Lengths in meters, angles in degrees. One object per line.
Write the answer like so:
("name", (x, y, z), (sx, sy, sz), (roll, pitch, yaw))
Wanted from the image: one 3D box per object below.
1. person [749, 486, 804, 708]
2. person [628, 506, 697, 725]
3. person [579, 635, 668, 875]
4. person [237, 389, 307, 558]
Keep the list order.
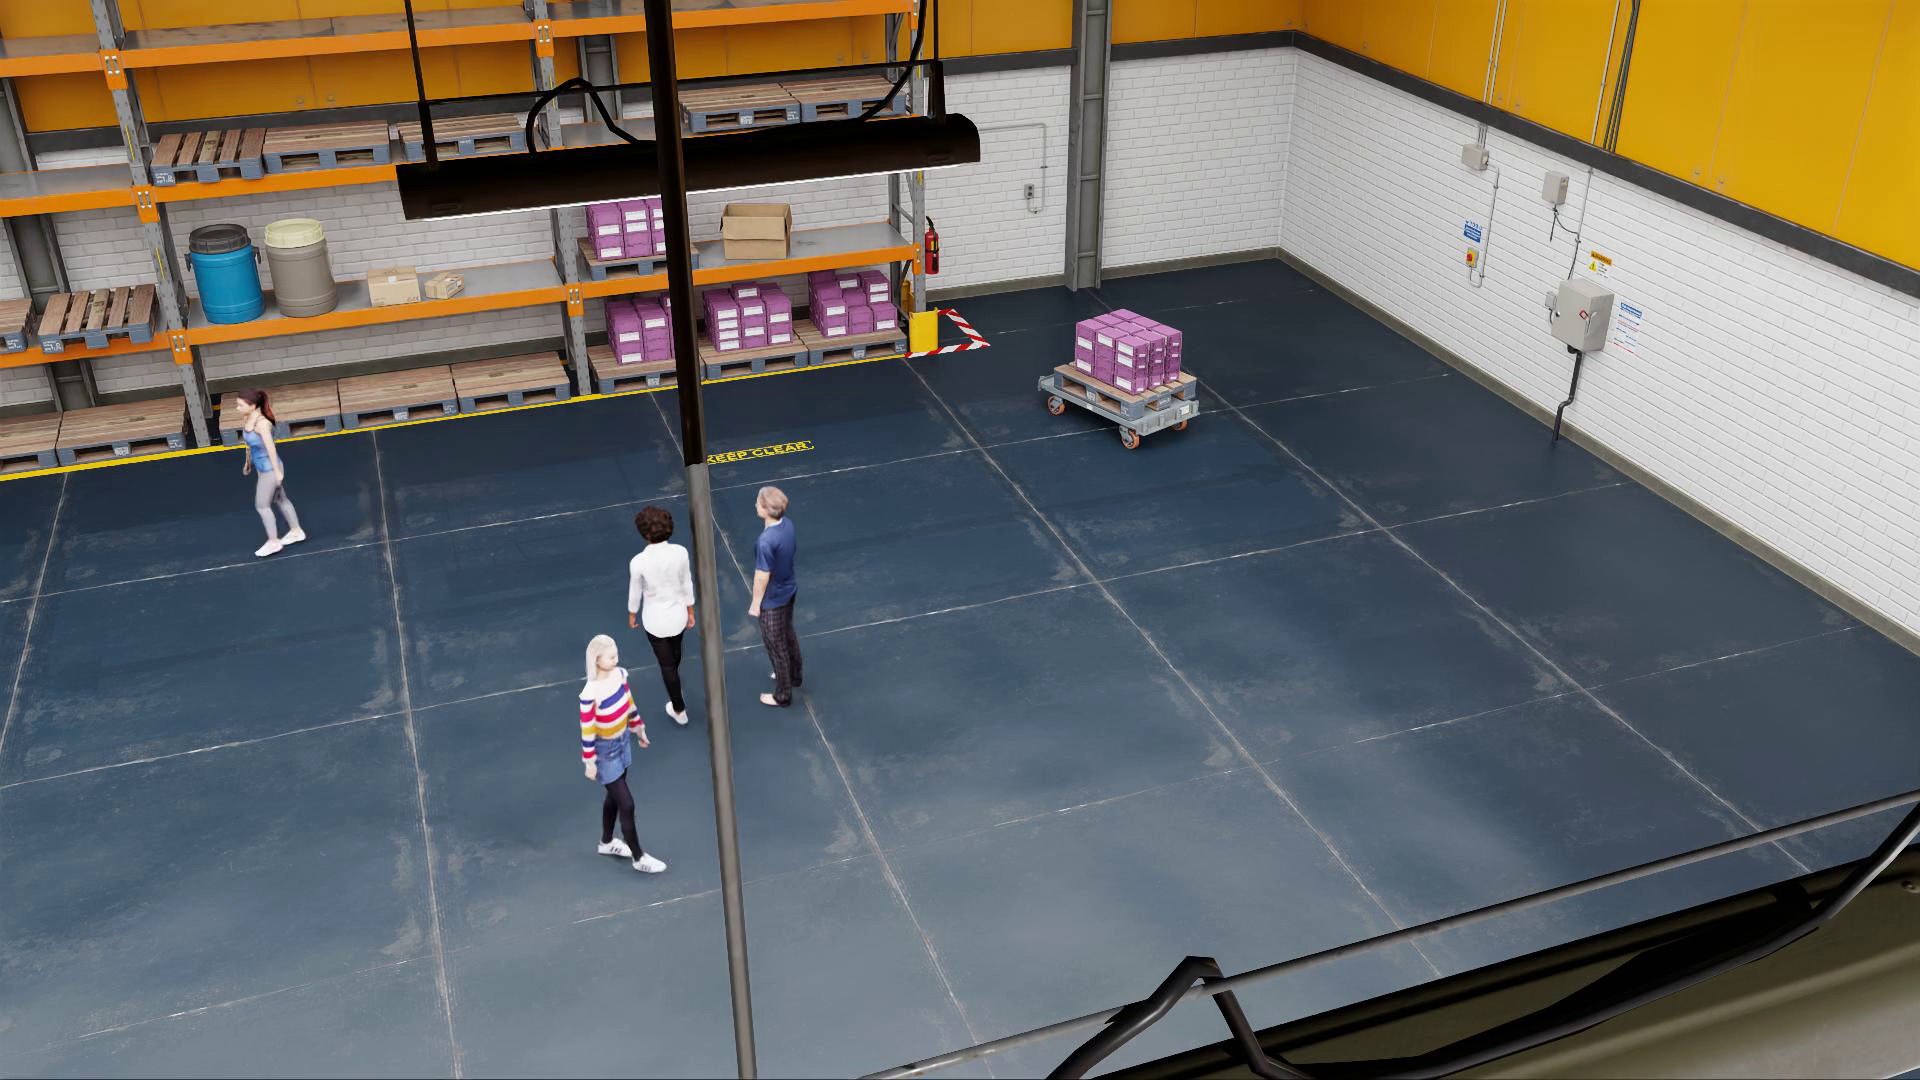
("person", (-1.417, 0.442, 12.997), (0.779, 1.869, 0.752), (8, 30, 15))
("person", (-2.245, 0.610, 12.788), (0.987, 1.774, 0.806), (-15, 32, -25))
("person", (-2.435, 1.420, 11.282), (0.980, 1.794, 0.909), (10, 30, 17))
("person", (-6.302, -0.670, 15.323), (0.798, 1.593, 0.678), (-19, 34, -30))
